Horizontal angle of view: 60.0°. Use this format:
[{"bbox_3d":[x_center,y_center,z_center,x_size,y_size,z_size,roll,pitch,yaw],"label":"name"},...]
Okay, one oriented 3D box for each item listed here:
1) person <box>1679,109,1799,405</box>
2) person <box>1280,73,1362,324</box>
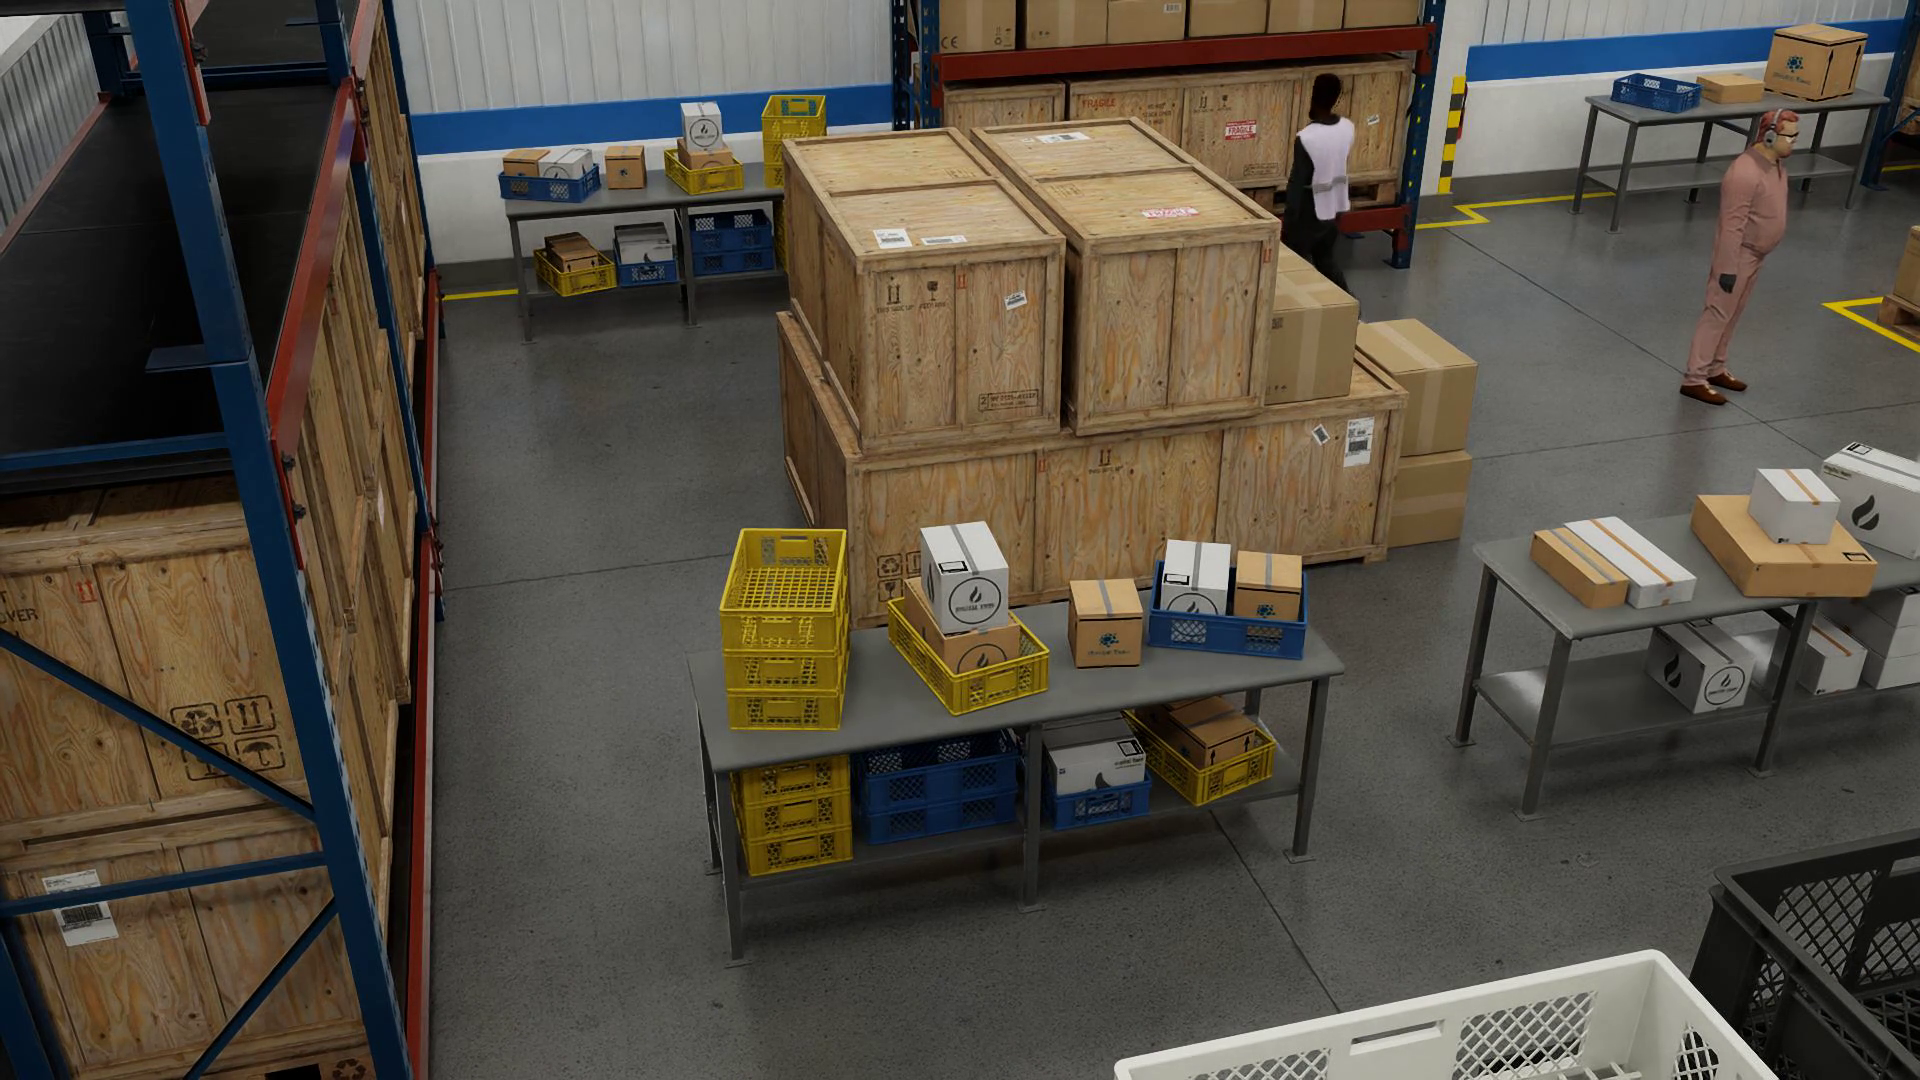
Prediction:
[{"bbox_3d":[5.064,-1.827,10.735,0.400,1.901,0.646,24,37,36],"label":"person"},{"bbox_3d":[2.471,-2.266,11.529,0.640,1.904,0.648,24,37,36],"label":"person"}]
